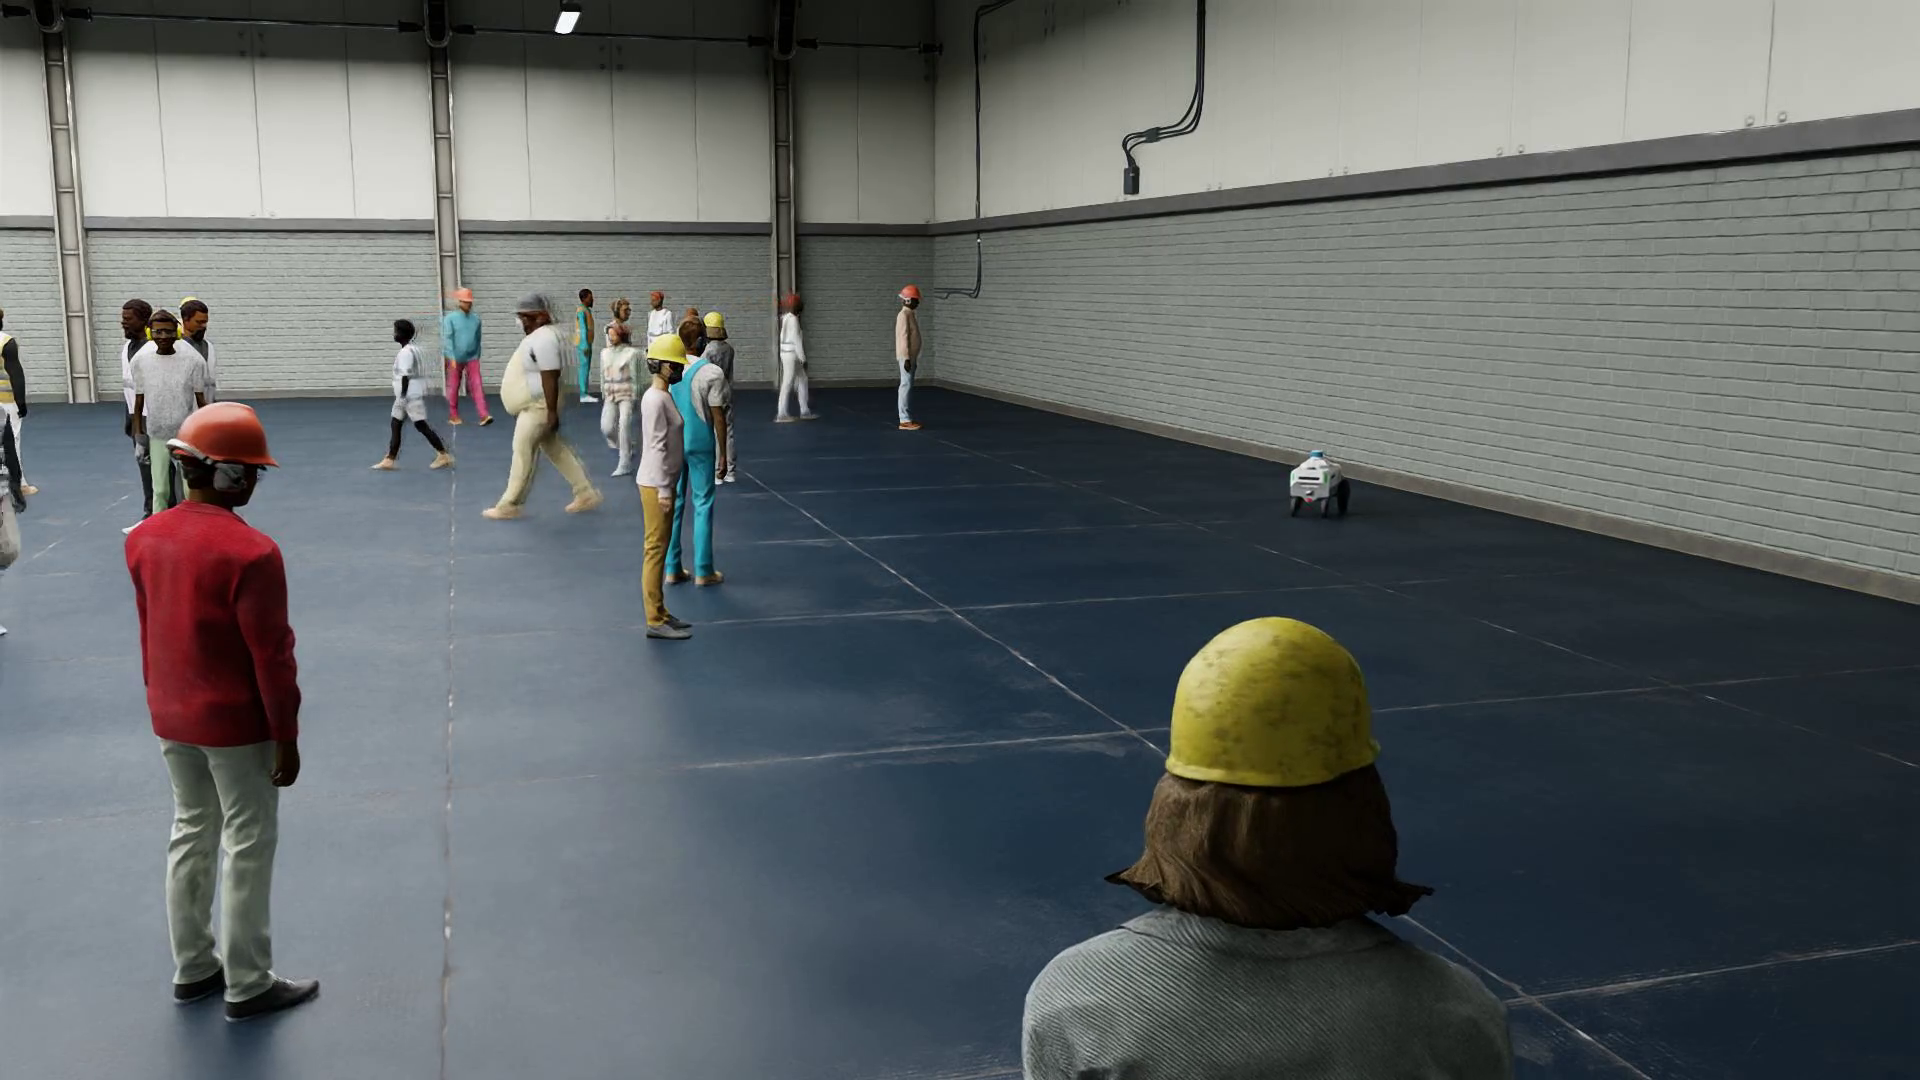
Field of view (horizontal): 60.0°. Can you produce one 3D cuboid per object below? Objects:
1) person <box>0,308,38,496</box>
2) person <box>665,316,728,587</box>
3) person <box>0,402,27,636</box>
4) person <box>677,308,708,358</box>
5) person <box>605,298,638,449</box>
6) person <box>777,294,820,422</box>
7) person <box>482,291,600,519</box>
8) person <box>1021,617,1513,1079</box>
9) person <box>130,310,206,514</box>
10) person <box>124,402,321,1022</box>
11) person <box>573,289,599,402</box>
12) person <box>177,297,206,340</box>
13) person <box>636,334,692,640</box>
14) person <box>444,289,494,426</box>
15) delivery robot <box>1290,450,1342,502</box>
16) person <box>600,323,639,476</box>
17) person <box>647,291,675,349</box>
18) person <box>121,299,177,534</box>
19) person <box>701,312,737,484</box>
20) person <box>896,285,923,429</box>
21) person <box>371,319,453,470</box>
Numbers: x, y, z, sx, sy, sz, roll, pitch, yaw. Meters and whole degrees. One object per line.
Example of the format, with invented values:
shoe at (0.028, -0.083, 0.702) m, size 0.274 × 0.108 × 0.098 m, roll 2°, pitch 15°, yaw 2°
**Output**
person at (-9.226, -1.333, 15.945) m, size 0.626 × 1.844 × 0.429 m, roll 1°, pitch 9°, yaw 9°
person at (-1.808, -0.591, 11.249) m, size 0.516 × 1.835 × 0.357 m, roll 2°, pitch 9°, yaw 15°
person at (-5.787, -0.256, 9.734) m, size 0.460 × 1.624 × 0.530 m, roll 4°, pitch 10°, yaw 26°
person at (-4.194, -2.833, 26.163) m, size 0.500 × 1.636 × 0.286 m, roll 1°, pitch 9°, yaw 6°
person at (-4.179, -2.043, 20.462) m, size 0.346 × 1.845 × 0.505 m, roll 2°, pitch 9°, yaw 10°
person at (-2.339, -2.647, 24.262) m, size 0.789 × 1.856 × 0.583 m, roll -2°, pitch 9°, yaw -10°
person at (-3.670, -1.218, 14.581) m, size 1.022 × 2.000 × 0.694 m, roll -3°, pitch 9°, yaw -20°
person at (0.304, 0.943, 1.748) m, size 0.488 × 1.741 × 0.316 m, roll 1°, pitch 9°, yaw 7°
person at (-5.706, -0.731, 12.052) m, size 0.510 × 1.863 × 0.326 m, roll -3°, pitch 10°, yaw -21°
person at (-2.059, 0.481, 4.693) m, size 0.575 × 1.740 × 0.348 m, roll 5°, pitch 10°, yaw 27°
person at (-6.368, -3.303, 28.266) m, size 0.392 × 1.920 × 0.587 m, roll -1°, pitch 9°, yaw -9°
person at (-10.779, -2.488, 23.350) m, size 0.593 × 1.828 × 0.403 m, roll 5°, pitch 10°, yaw 28°
person at (-1.712, -0.311, 9.681) m, size 0.329 × 1.763 × 0.523 m, roll -1°, pitch 9°, yaw -6°
person at (-7.008, -2.577, 23.578) m, size 0.608 × 1.941 × 1.043 m, roll -8°, pitch 12°, yaw -42°
delivery robot at (3.161, -0.553, 14.745) m, size 0.477 × 0.478 × 0.707 m, roll 4°, pitch 10°, yaw 22°
person at (-3.592, -1.488, 17.630) m, size 0.517 × 1.626 × 0.395 m, roll 5°, pitch 10°, yaw 28°
person at (-4.931, -3.142, 27.347) m, size 0.585 × 1.882 × 0.337 m, roll 8°, pitch 12°, yaw 40°
person at (-6.571, -0.988, 13.497) m, size 0.587 × 1.920 × 0.393 m, roll 7°, pitch 11°, yaw 36°
person at (-2.487, -1.438, 16.928) m, size 0.295 × 1.744 × 0.484 m, roll 5°, pitch 10°, yaw 28°
person at (-0.707, -2.536, 23.130) m, size 0.376 × 1.996 × 0.608 m, roll 1°, pitch 9°, yaw 5°
person at (-5.964, -1.575, 18.076) m, size 0.850 × 1.656 × 0.536 m, roll -3°, pitch 9°, yaw -18°
